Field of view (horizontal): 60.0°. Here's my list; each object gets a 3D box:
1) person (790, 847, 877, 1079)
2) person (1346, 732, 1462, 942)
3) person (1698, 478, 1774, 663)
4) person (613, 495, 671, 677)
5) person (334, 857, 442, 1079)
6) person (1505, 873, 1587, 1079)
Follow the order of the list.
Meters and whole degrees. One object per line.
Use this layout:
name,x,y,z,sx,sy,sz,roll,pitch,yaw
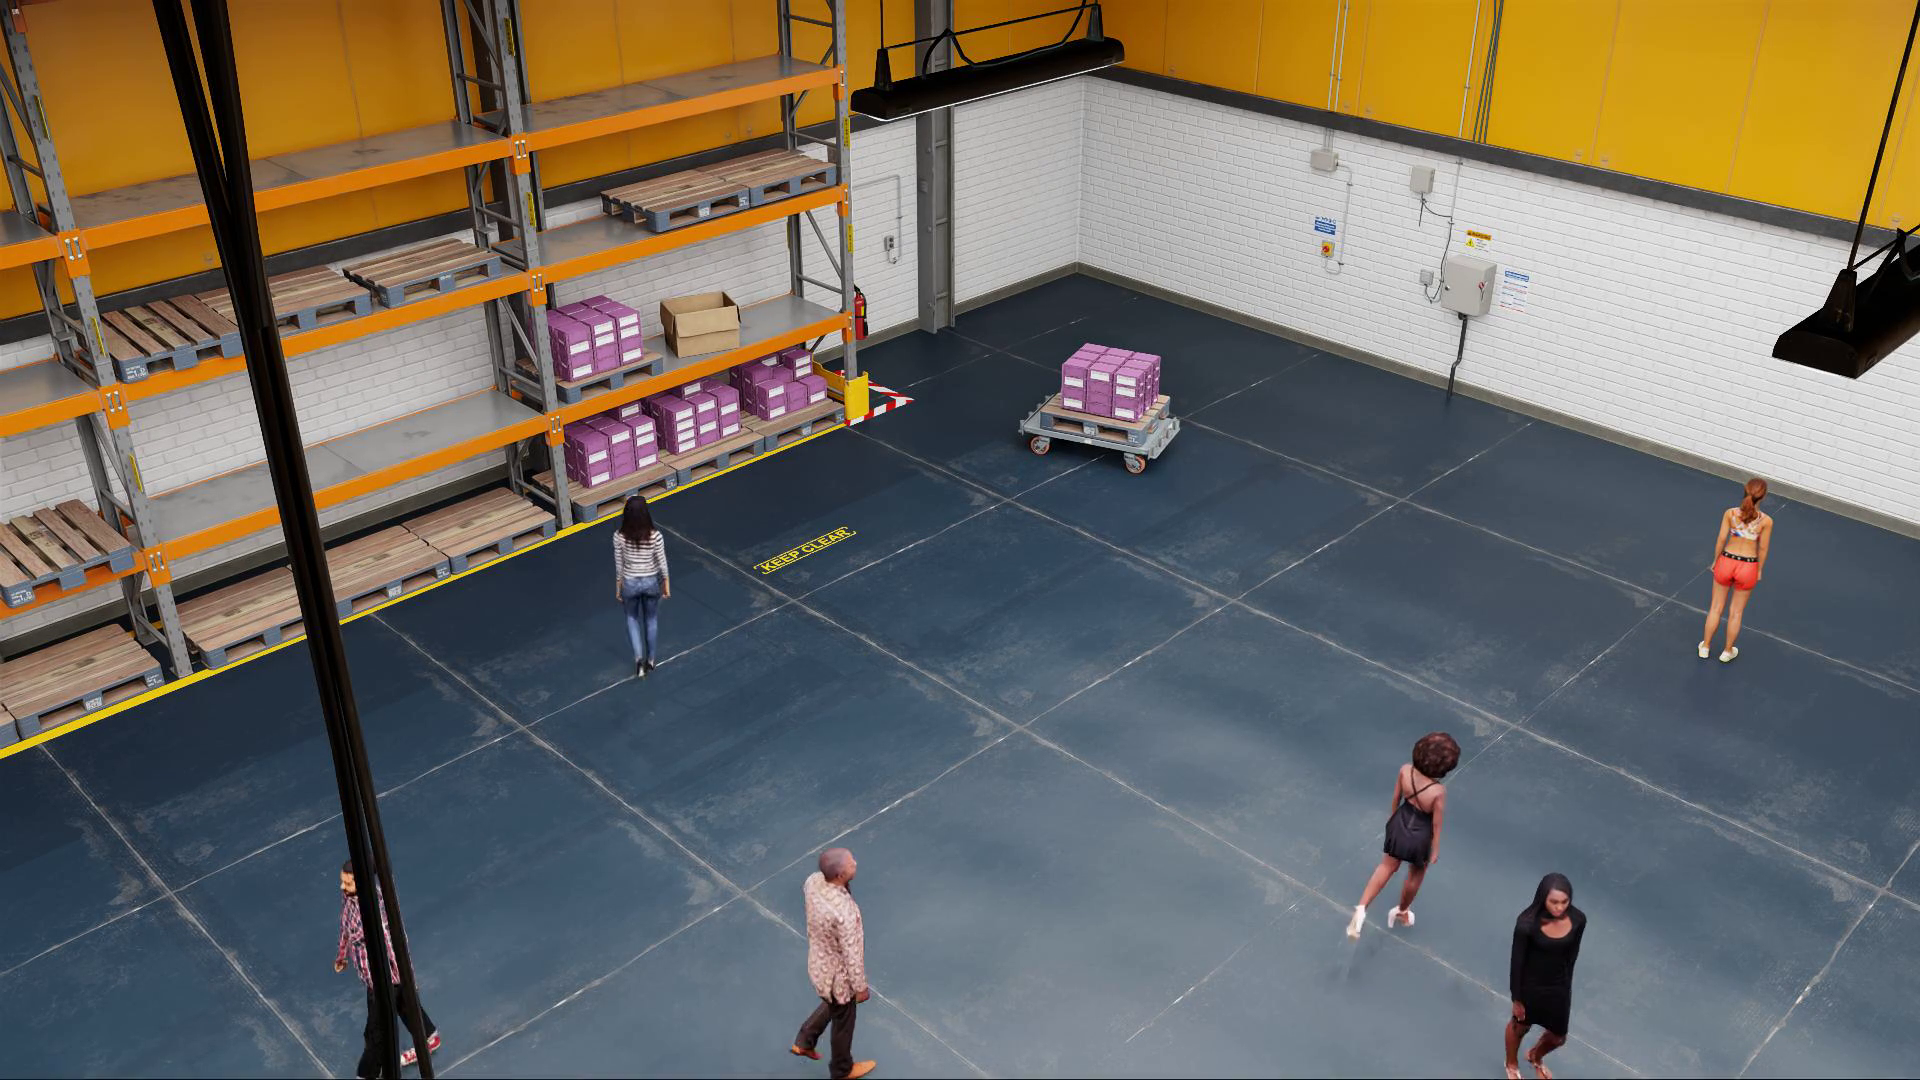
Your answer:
person,-0.841,2.683,10.303,0.870,1.793,0.821,-13,31,-22
person,3.047,2.099,11.412,0.605,1.757,0.936,25,37,38
person,6.880,0.265,14.739,0.624,1.792,0.636,16,33,27
person,-2.760,0.471,14.373,0.805,1.779,0.862,-3,29,-6
person,-3.561,2.649,10.425,1.055,1.737,0.789,-19,34,-31
person,3.559,2.703,10.354,0.731,1.711,0.806,-5,29,-9
